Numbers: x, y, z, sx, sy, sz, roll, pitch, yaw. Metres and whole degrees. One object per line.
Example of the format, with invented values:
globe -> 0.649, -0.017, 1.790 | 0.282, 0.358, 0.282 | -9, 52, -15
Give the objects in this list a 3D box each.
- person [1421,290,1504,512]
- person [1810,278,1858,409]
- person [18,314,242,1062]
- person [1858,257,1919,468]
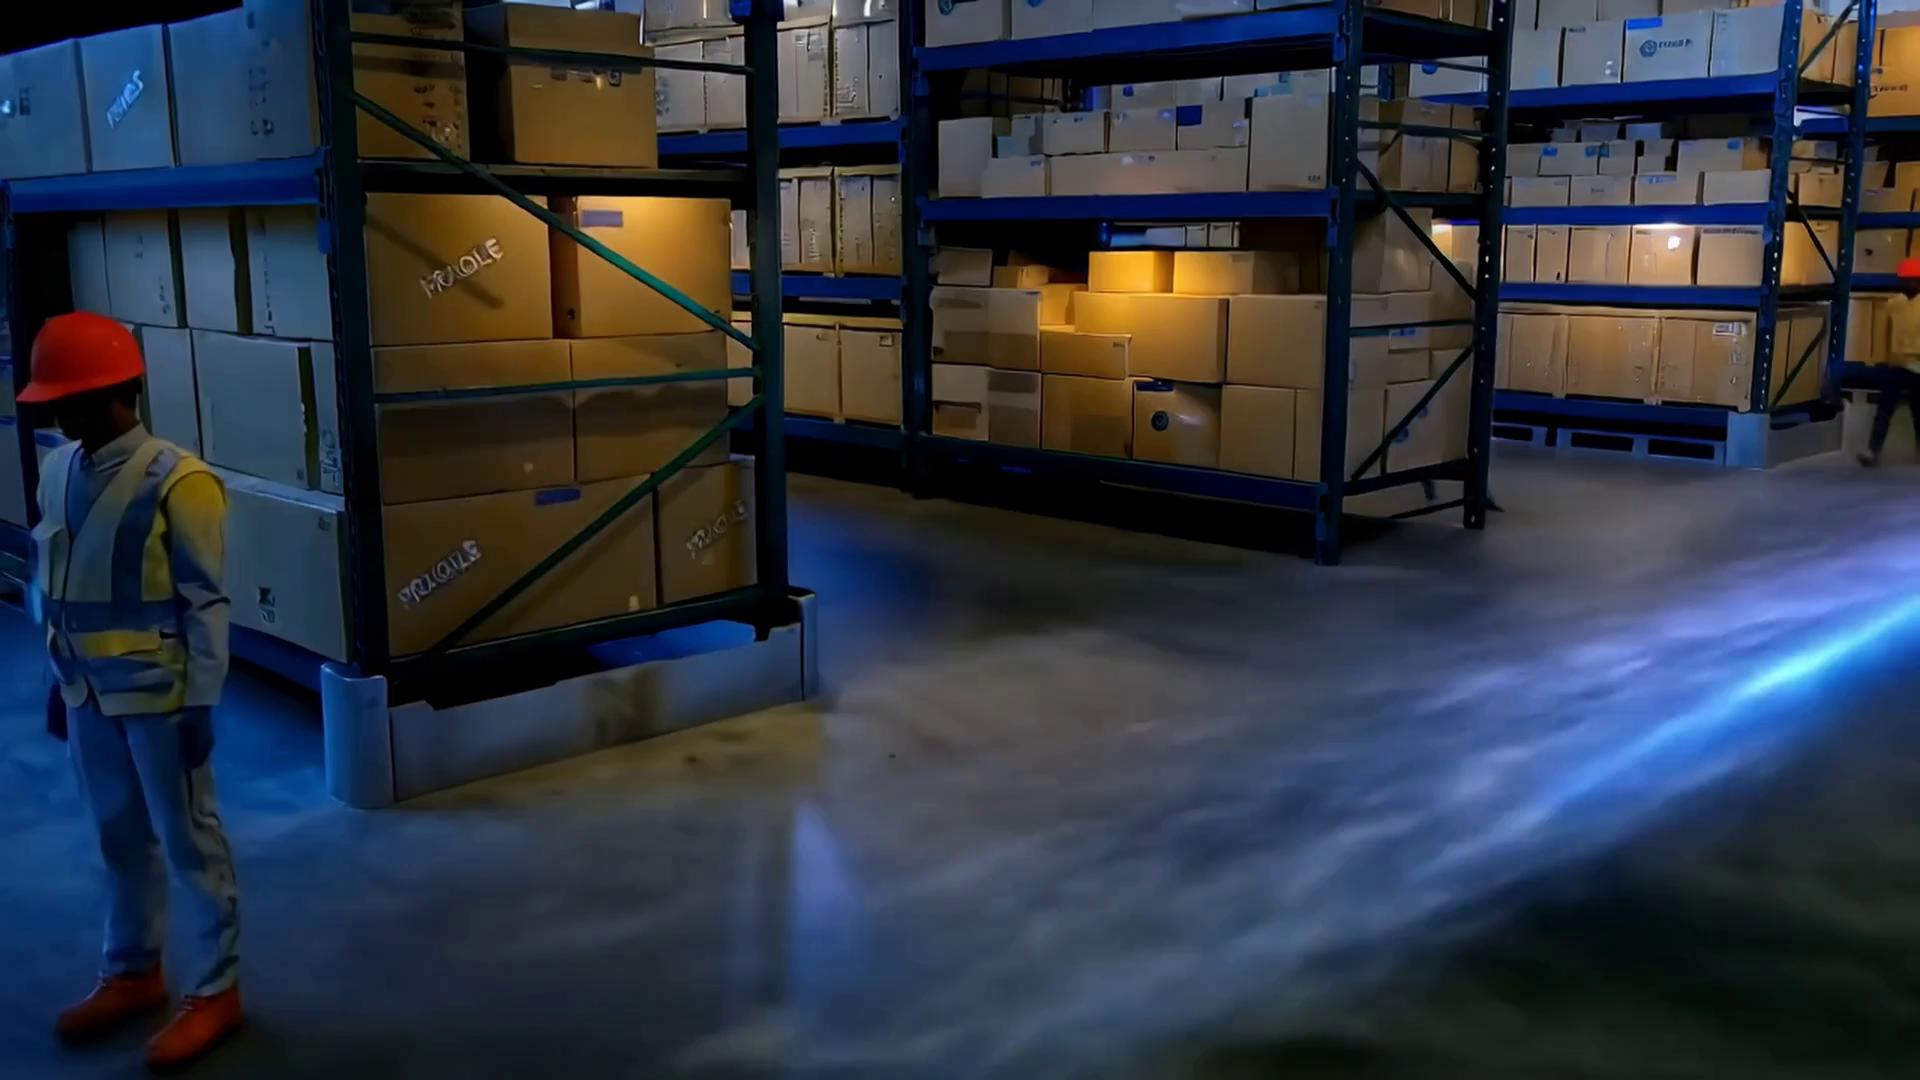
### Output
person -> 3.987, -1.119, 13.140 | 0.568, 1.716, 0.888 | -3, 11, -18
person -> 10.417, -2.382, 20.059 | 0.889, 1.704, 0.503 | 6, 12, 29
person -> -2.158, 0.386, 4.323 | 0.603, 1.937, 0.402 | 5, 11, 24
person -> 8.731, -1.616, 15.268 | 1.060, 1.937, 0.610 | -8, 13, -36
